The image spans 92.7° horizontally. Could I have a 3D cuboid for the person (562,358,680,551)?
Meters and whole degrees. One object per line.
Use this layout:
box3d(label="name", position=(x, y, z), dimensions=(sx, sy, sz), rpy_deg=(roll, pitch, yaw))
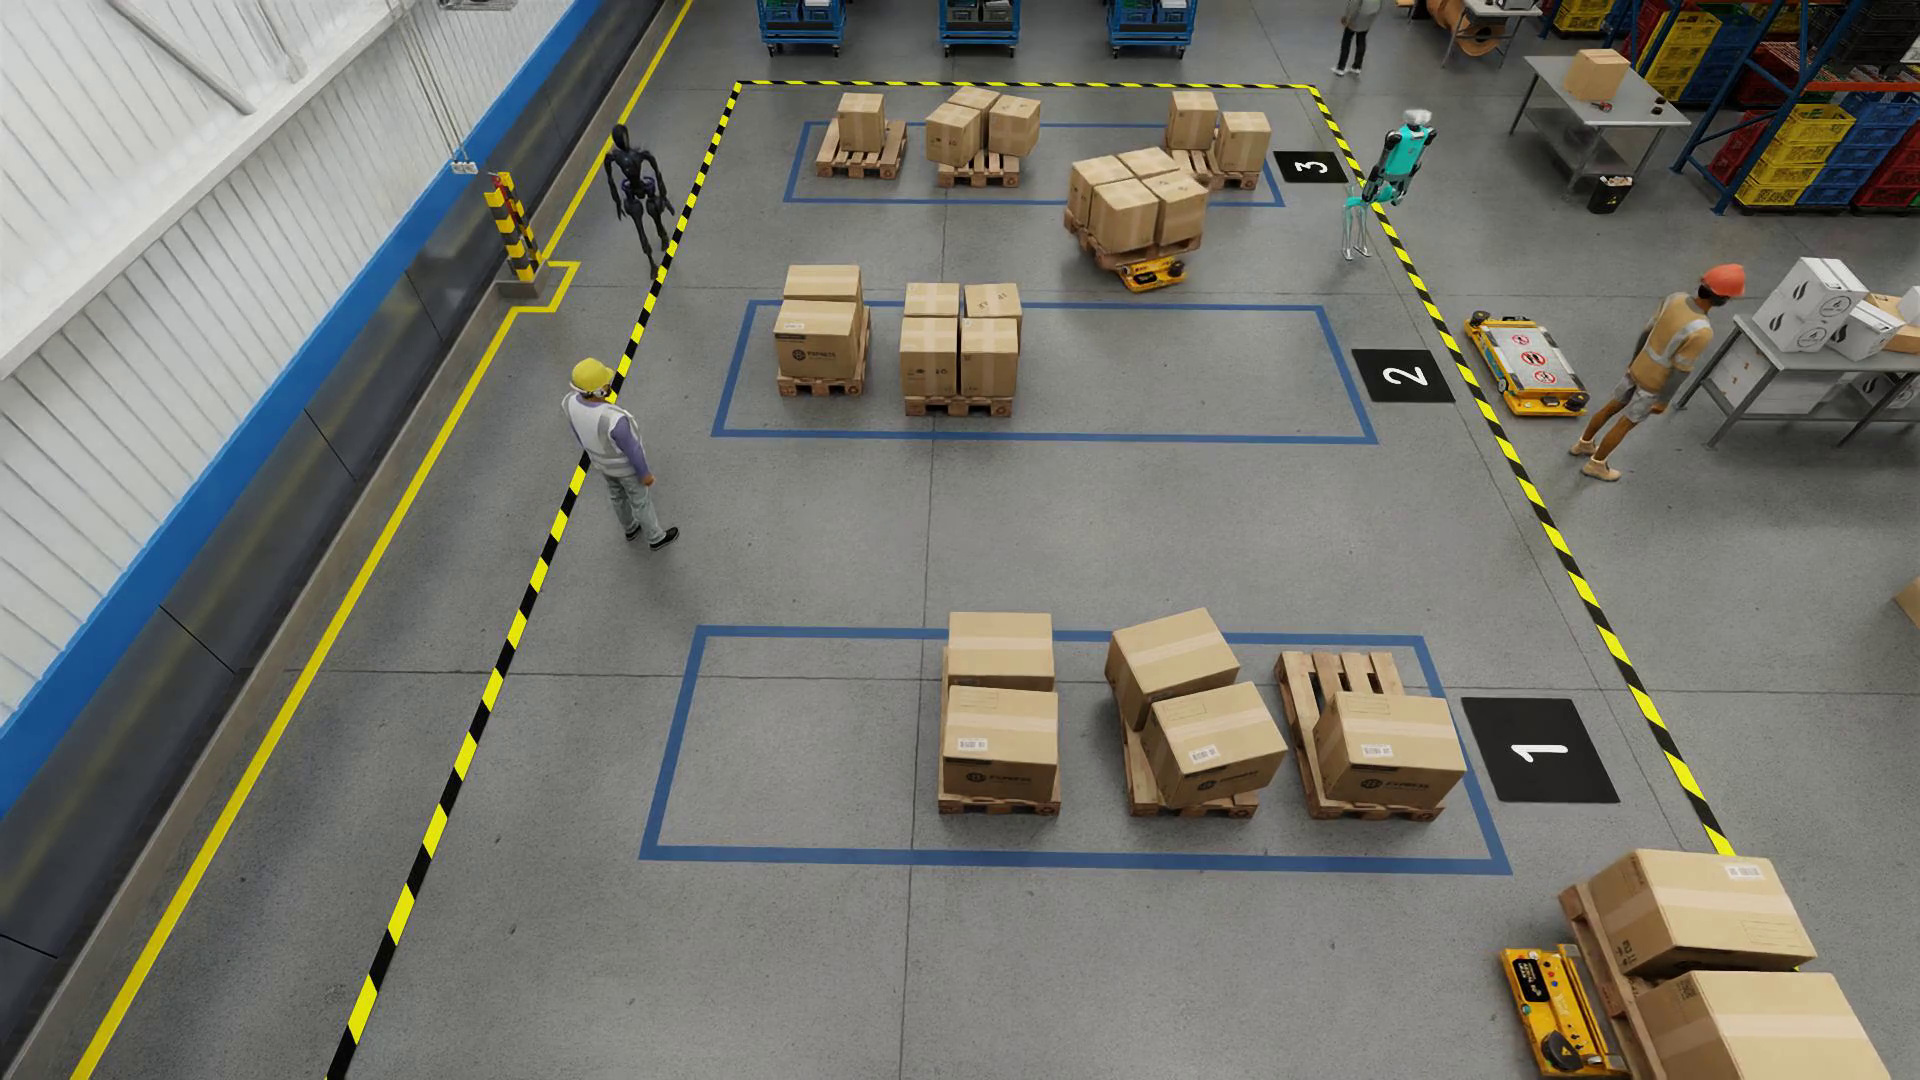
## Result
box3d(label="person", position=(-2.613, -0.633, 7.046), dimensions=(0.598, 1.830, 0.404), rpy_deg=(23, 53, 19))

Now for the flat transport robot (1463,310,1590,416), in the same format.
box3d(label="flat transport robot", position=(5.573, -1.757, 9.054), dimensions=(0.659, 0.231, 1.431), rpy_deg=(1, 49, 1))

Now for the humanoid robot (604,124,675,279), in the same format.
box3d(label="humanoid robot", position=(-3.411, -3.696, 9.836), dimensions=(0.610, 1.645, 0.739), rpy_deg=(-7, 50, -6))

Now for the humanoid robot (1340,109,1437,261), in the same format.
box3d(label="humanoid robot", position=(4.466, -3.855, 9.808), dimensions=(0.533, 1.680, 0.735), rpy_deg=(-11, 50, -9))

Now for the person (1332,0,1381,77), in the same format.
box3d(label="person", position=(5.722, -7.529, 13.035), dimensions=(0.611, 1.816, 0.423), rpy_deg=(-23, 53, -19))

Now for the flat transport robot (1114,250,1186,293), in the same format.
box3d(label="flat transport robot", position=(1.926, -3.334, 10.401), dimensions=(0.652, 0.197, 1.431), rpy_deg=(-16, 51, -14))

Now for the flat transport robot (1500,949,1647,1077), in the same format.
box3d(label="flat transport robot", position=(3.941, 2.670, 5.204), dimensions=(1.431, 0.197, 0.652), rpy_deg=(1, 49, 1))

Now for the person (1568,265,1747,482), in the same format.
box3d(label="person", position=(5.715, -1.349, 7.530), dimensions=(0.376, 2.040, 0.613), rpy_deg=(3, 49, 3))
